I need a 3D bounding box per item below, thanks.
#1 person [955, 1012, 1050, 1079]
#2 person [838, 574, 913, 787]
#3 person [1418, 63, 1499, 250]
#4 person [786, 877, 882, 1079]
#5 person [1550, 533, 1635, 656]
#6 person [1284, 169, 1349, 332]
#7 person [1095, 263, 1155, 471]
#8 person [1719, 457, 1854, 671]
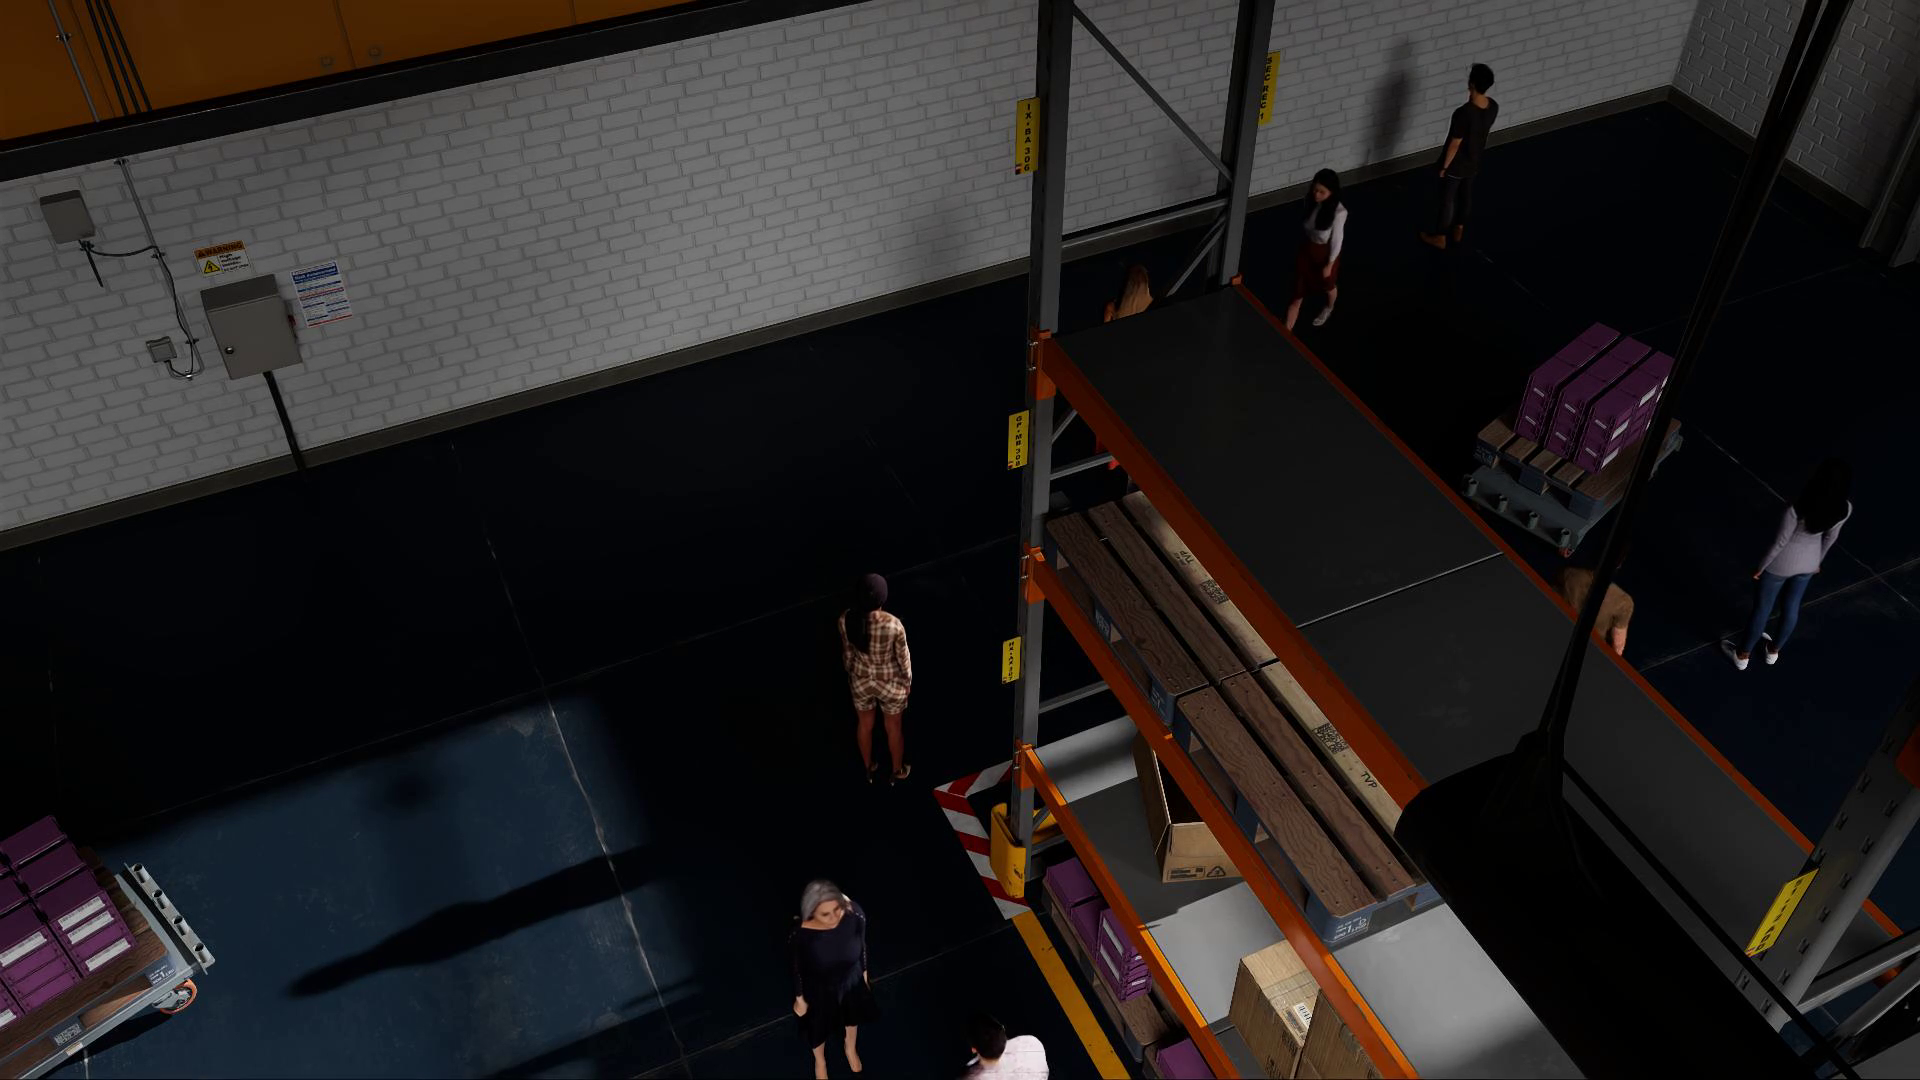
[{"bbox_3d":[0.245,2.854,7.963,0.810,1.718,0.981,-25,49,-24],"label":"person"},{"bbox_3d":[-0.495,0.864,9.996,0.679,1.795,0.731,11,45,12],"label":"person"},{"bbox_3d":[4.377,-3.330,14.454,0.634,1.717,0.567,-22,48,-21],"label":"person"},{"bbox_3d":[-0.656,2.294,8.530,0.610,1.747,0.570,-15,46,-15],"label":"person"},{"bbox_3d":[3.666,0.735,10.126,0.993,1.801,1.245,-31,52,-29],"label":"person"},{"bbox_3d":[2.915,-2.262,13.359,0.942,1.683,1.131,-32,52,-29],"label":"person"},{"bbox_3d":[1.231,-1.261,12.222,0.713,1.801,0.709,-1,44,-1],"label":"person"},{"bbox_3d":[5.386,0.163,10.775,0.668,1.735,0.623,-5,44,-6],"label":"person"}]
